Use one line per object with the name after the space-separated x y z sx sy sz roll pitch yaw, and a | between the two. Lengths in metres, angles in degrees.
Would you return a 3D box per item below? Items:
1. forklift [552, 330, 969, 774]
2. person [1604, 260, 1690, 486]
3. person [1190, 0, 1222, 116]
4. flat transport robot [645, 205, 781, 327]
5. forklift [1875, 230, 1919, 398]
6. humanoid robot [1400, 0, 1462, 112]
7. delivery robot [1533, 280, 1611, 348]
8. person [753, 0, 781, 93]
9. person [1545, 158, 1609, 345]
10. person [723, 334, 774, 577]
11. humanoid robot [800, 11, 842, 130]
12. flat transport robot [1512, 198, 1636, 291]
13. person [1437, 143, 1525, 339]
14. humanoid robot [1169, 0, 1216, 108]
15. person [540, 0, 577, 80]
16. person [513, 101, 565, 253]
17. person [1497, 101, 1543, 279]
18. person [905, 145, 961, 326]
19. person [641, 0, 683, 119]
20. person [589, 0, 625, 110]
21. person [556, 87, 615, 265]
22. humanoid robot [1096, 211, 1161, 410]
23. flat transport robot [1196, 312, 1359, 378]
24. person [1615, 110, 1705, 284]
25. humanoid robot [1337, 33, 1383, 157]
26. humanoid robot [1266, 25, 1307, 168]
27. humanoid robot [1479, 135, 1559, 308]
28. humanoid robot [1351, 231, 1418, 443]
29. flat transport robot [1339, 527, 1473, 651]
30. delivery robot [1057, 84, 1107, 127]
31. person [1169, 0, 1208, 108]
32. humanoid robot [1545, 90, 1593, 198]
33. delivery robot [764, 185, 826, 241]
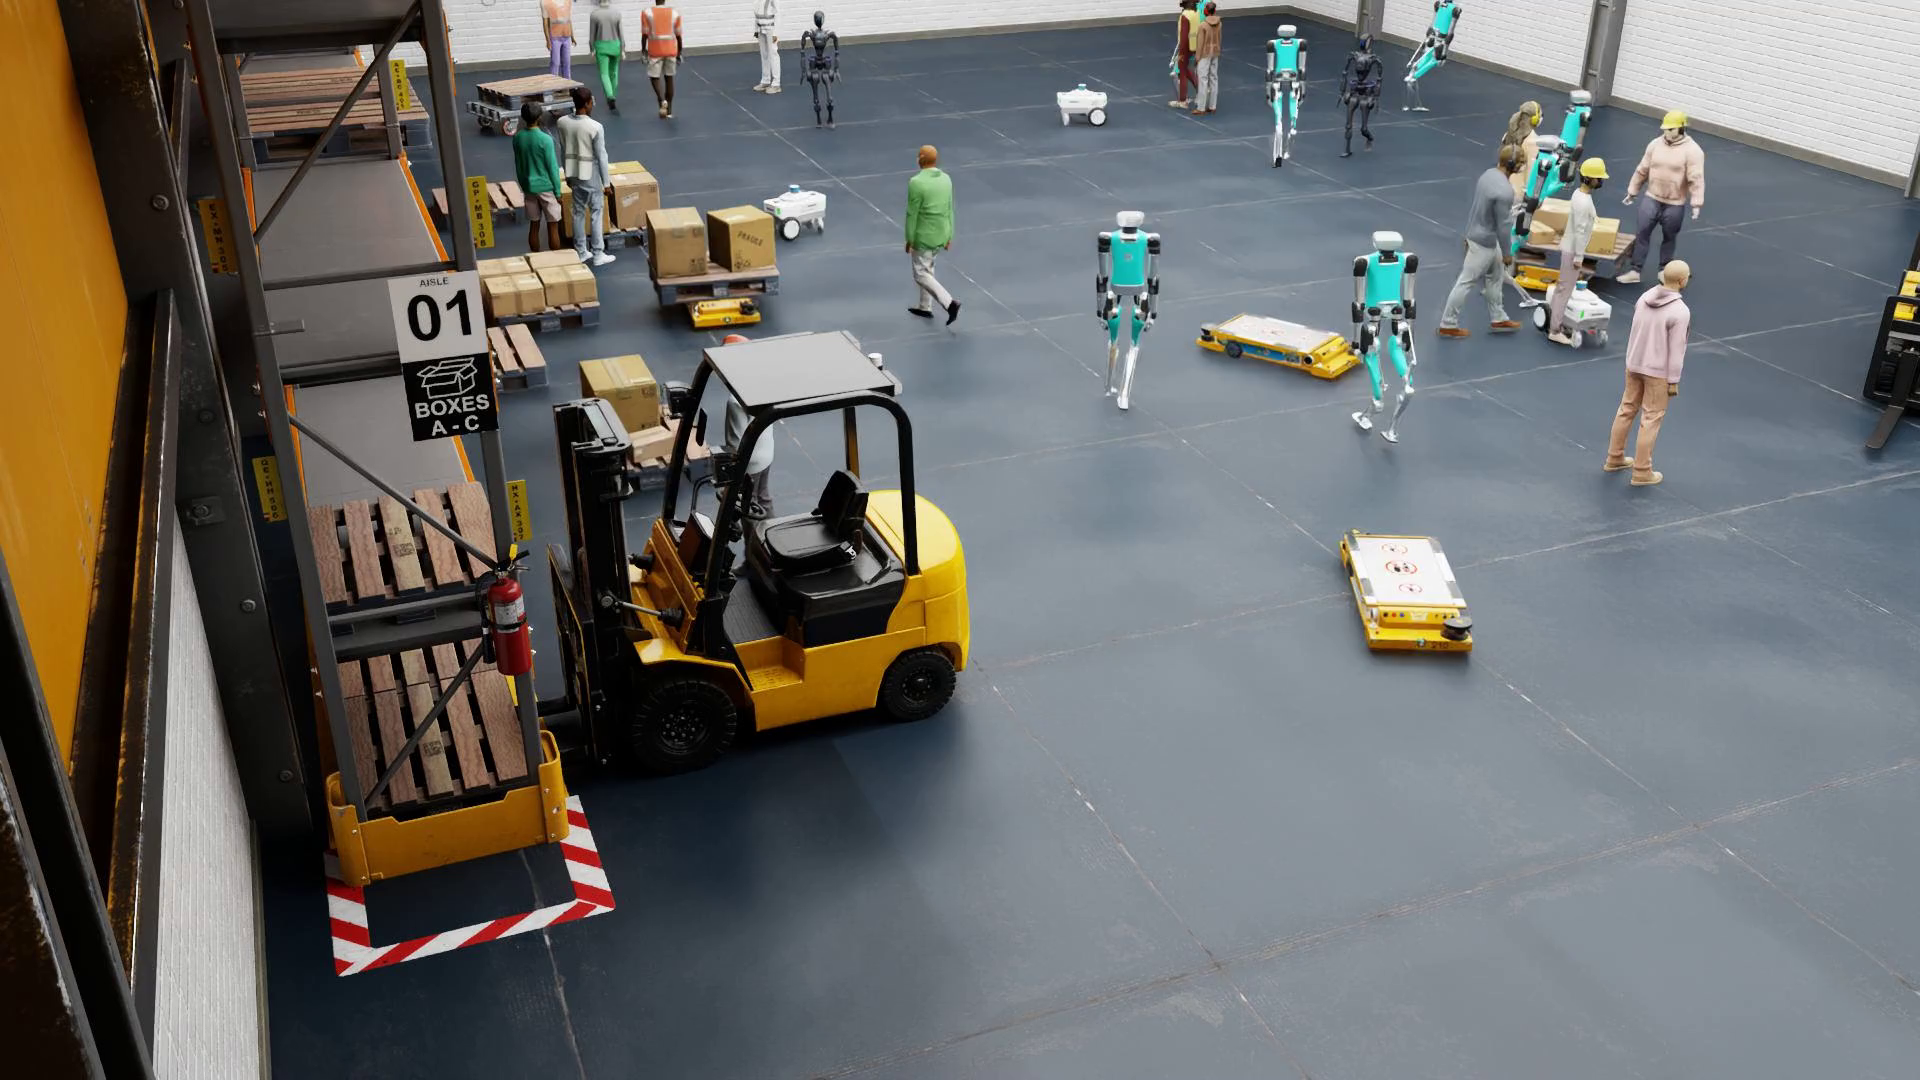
-1.094 0.010 9.831 2.313 2.155 1.214 -10 28 -20 | forklift
5.350 -1.301 12.902 0.408 1.775 0.526 -10 28 -20 | person
3.678 -7.131 24.630 0.454 1.651 0.338 -17 31 -30 | person
-2.493 -2.497 16.953 0.659 0.231 1.431 -7 28 -14 | flat transport robot
9.029 -2.397 14.618 1.214 2.155 2.313 18 32 32 | forklift
6.919 -7.226 24.749 0.833 1.795 0.598 -12 29 -22 | humanoid robot
5.952 -2.208 16.080 0.499 0.611 0.814 -5 27 -10 | delivery robot
-3.034 -7.977 26.060 0.354 1.883 0.572 -21 34 -36 | person
5.865 -2.750 15.791 0.325 1.766 0.532 7 28 13 | person
-1.476 -0.585 11.516 0.351 1.738 0.572 7 28 14 | person
-1.987 -6.714 23.775 0.603 1.645 0.431 -1 27 -2 | humanoid robot
6.459 -2.923 17.801 0.659 0.231 1.431 16 31 29 | flat transport robot
5.086 -2.814 15.776 0.942 1.888 0.633 2 27 3 | person
3.360 -7.396 25.088 0.874 1.795 0.548 -15 30 -27 | humanoid robot
-6.165 -7.713 25.584 0.389 1.837 0.562 19 32 33 | person
-4.433 -3.684 17.558 0.494 1.849 0.396 8 28 16 | person
5.837 -3.656 17.474 0.398 1.876 0.554 -9 28 -18 | person
-0.262 -2.955 16.206 0.726 1.754 0.539 21 33 35 | person
-4.324 -7.105 24.266 0.643 1.936 0.679 -10 29 -20 | person
-5.280 -7.374 24.934 0.538 1.821 0.830 -11 29 -20 | person
-4.034 -3.911 17.950 0.596 1.907 0.410 12 29 23 | person
1.451 -2.029 14.396 0.535 1.794 0.744 4 27 7 | humanoid robot
3.013 -1.843 15.653 1.431 0.231 0.659 20 33 34 | flat transport robot
7.322 -3.544 17.296 0.811 1.837 0.586 22 34 37 | person
5.413 -6.003 22.369 0.608 1.631 0.564 18 32 31 | humanoid robot
4.272 -5.802 21.952 0.567 1.821 0.887 5 27 10 | humanoid robot
5.547 -3.203 16.747 0.887 1.766 0.530 9 28 17 | humanoid robot
3.473 -1.553 13.456 0.543 1.749 0.950 -3 27 -5 | humanoid robot
3.021 0.322 11.346 0.659 0.231 1.431 2 27 3 | flat transport robot
1.806 -6.344 24.294 0.772 0.600 0.525 1 27 2 | delivery robot
3.453 -7.378 24.995 0.475 1.764 0.495 13 29 24 | person
6.537 -4.057 18.491 0.698 1.848 0.544 -1 27 -1 | humanoid robot
-1.920 -3.792 19.203 0.759 0.587 0.505 -21 33 -35 | delivery robot
